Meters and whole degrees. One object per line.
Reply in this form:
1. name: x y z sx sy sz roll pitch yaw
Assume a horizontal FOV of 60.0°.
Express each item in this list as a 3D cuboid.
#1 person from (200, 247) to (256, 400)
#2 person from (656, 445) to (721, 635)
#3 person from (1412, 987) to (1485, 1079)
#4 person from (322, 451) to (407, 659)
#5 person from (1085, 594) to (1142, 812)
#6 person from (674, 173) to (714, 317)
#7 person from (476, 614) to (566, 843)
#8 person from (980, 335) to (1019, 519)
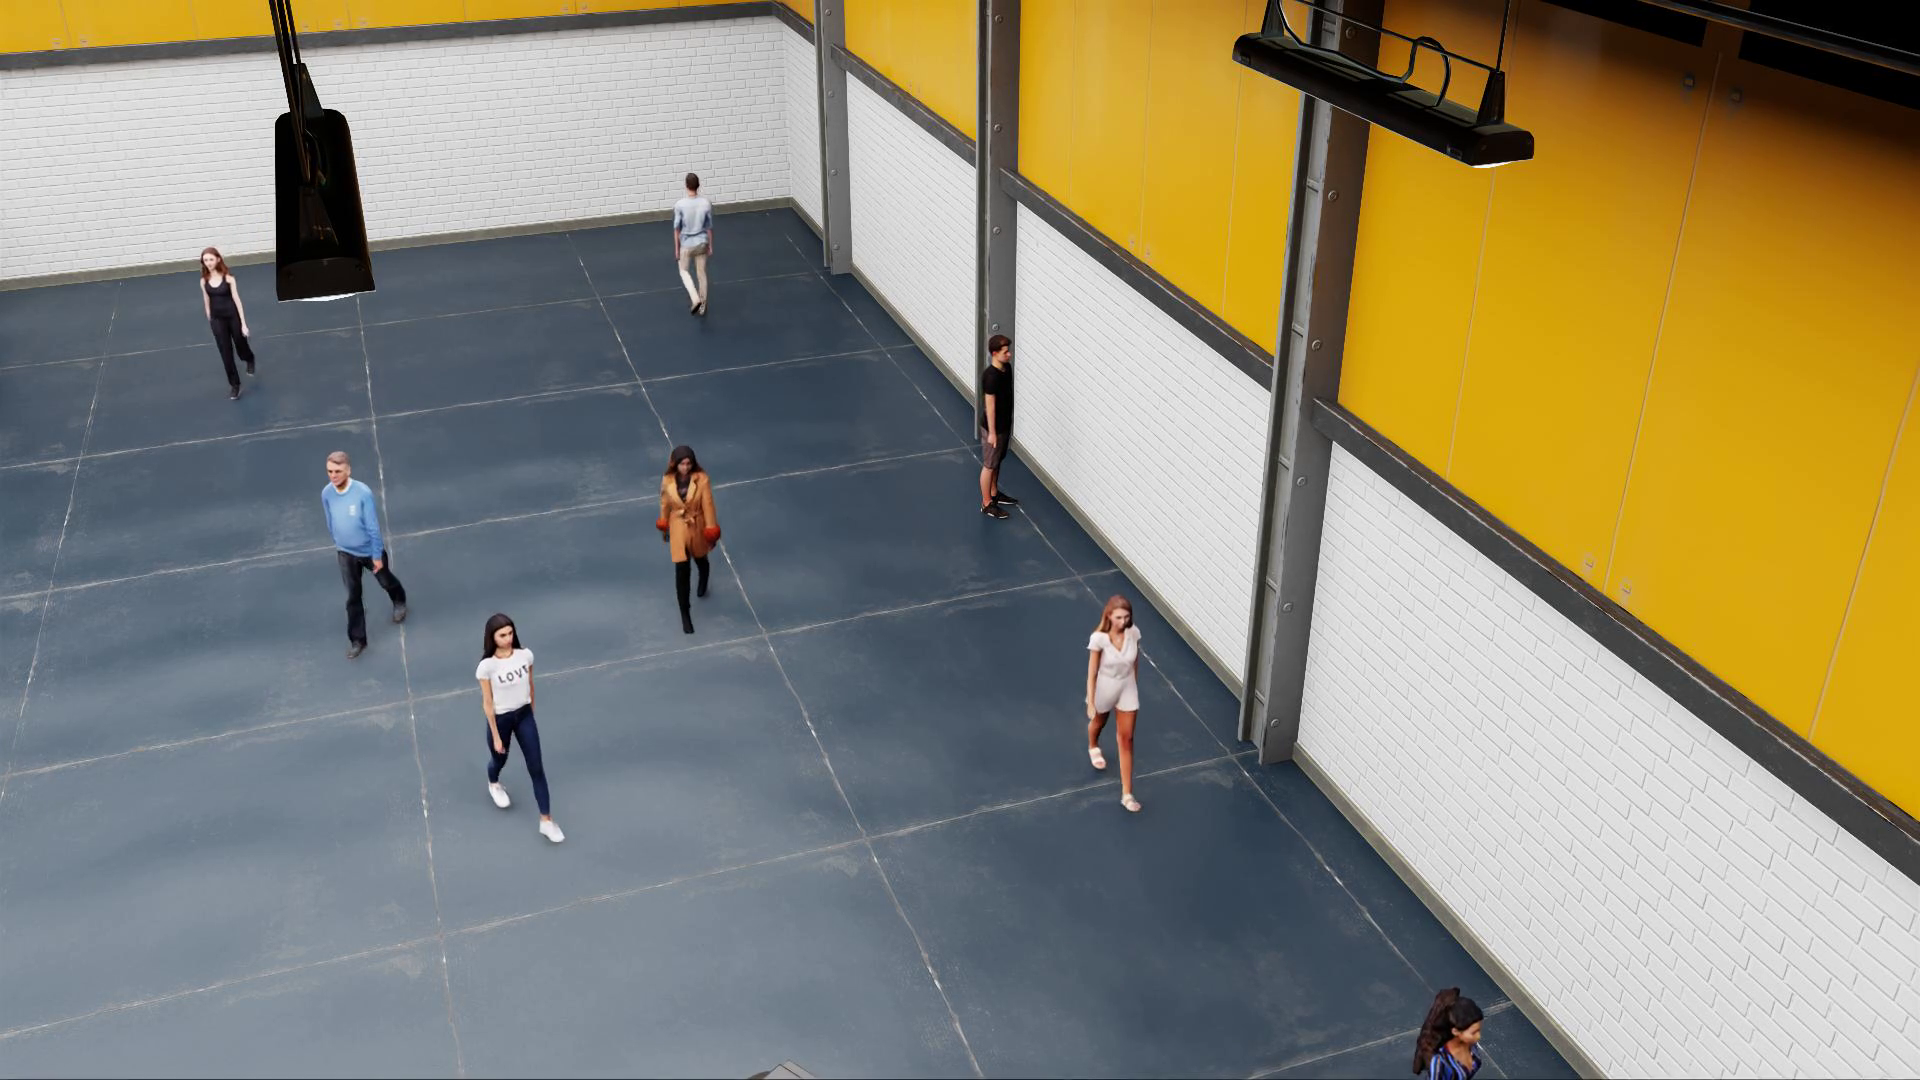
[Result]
1. person: -8.321 -2.524 18.979 0.705 1.722 1.056 -5 29 -8
2. person: -2.363 -0.093 14.574 0.958 1.671 1.297 1 29 1
3. person: 2.491 3.049 8.905 0.852 1.584 1.116 -22 36 -35
4. person: -5.084 0.030 14.237 1.012 1.779 1.290 2 29 4
5. person: 1.106 1.111 12.395 0.646 1.645 1.145 -7 29 -13
6. person: -3.332 -3.678 20.974 0.672 1.837 0.735 -12 31 -20
7. person: -3.283 1.307 11.944 0.850 1.732 1.203 -21 35 -34
8. person: 0.362 -1.150 16.315 0.825 1.860 0.736 9 30 17
